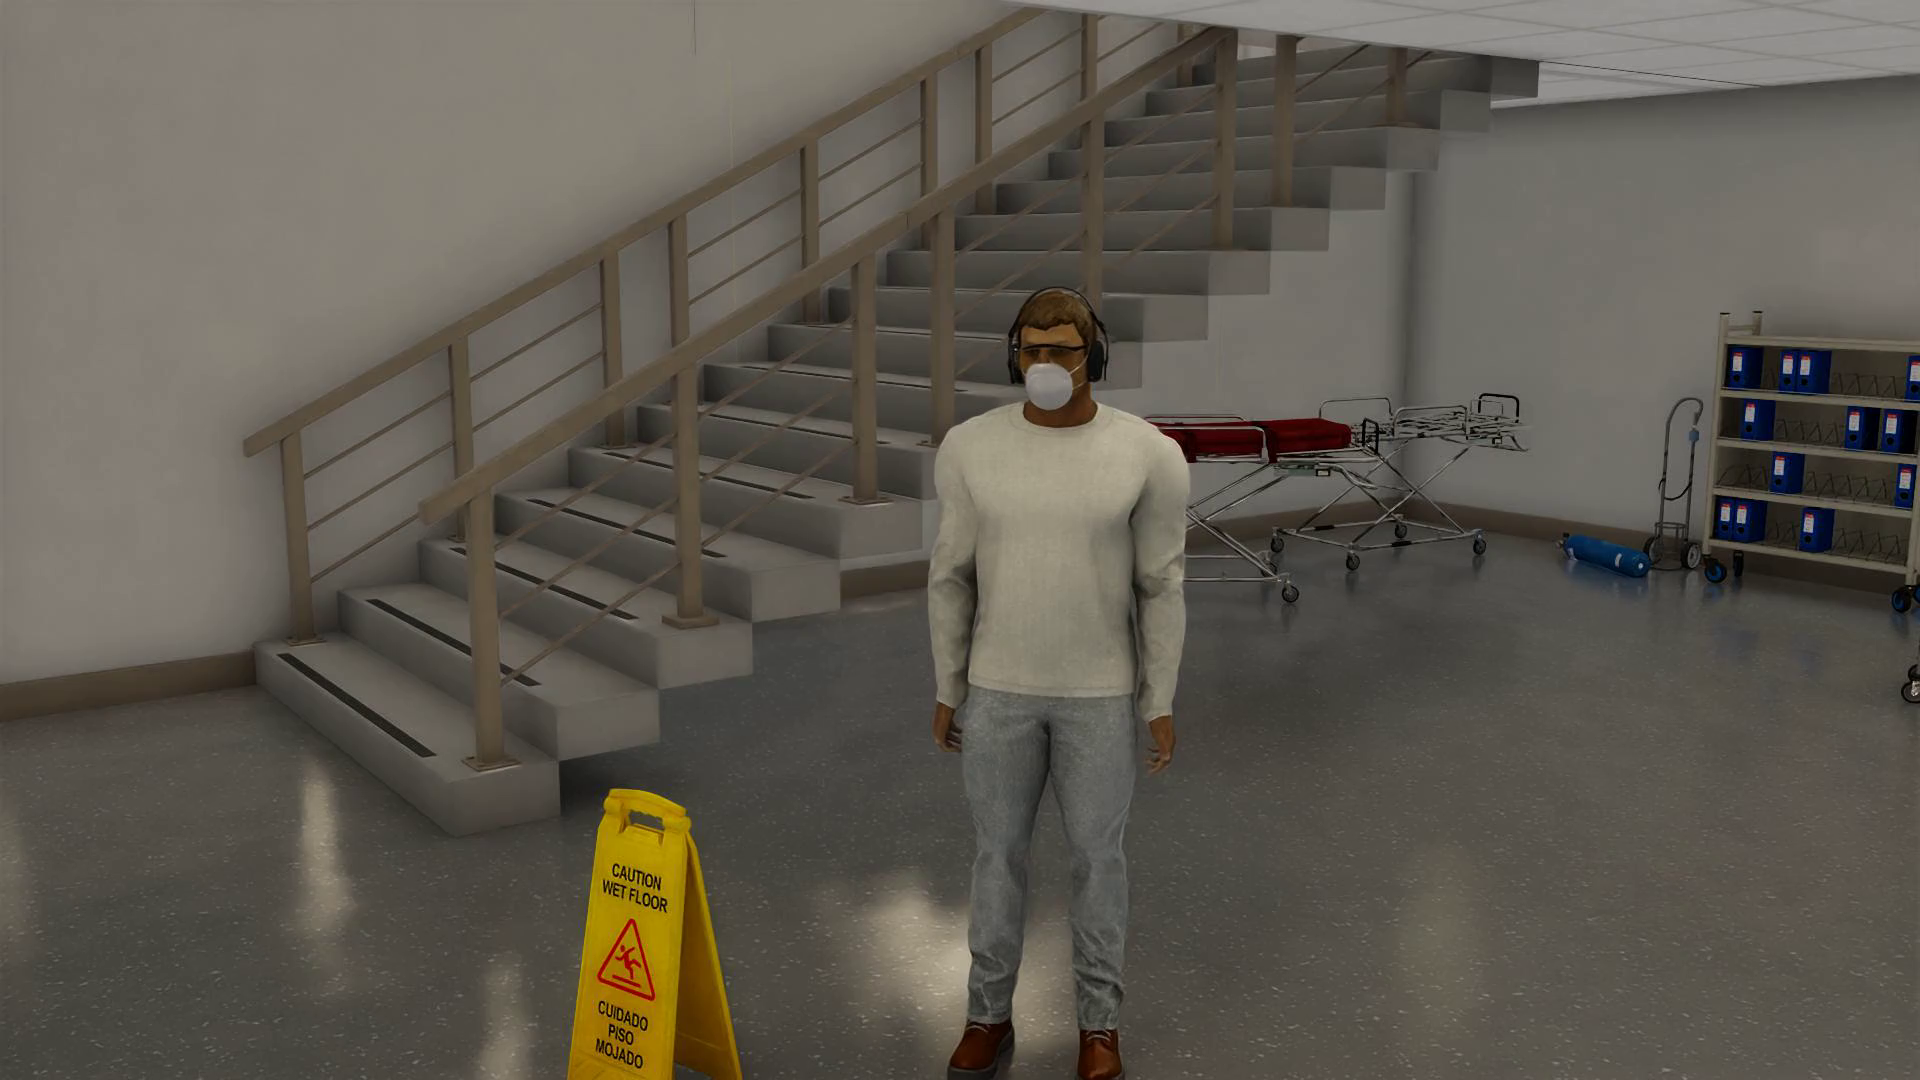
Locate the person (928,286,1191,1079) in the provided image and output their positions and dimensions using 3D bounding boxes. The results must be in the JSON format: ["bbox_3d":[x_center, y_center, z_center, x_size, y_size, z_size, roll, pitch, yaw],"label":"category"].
[{"bbox_3d":[0.226,0.369,4.010,0.627,1.940,0.372,2,10,11],"label":"person"}]
